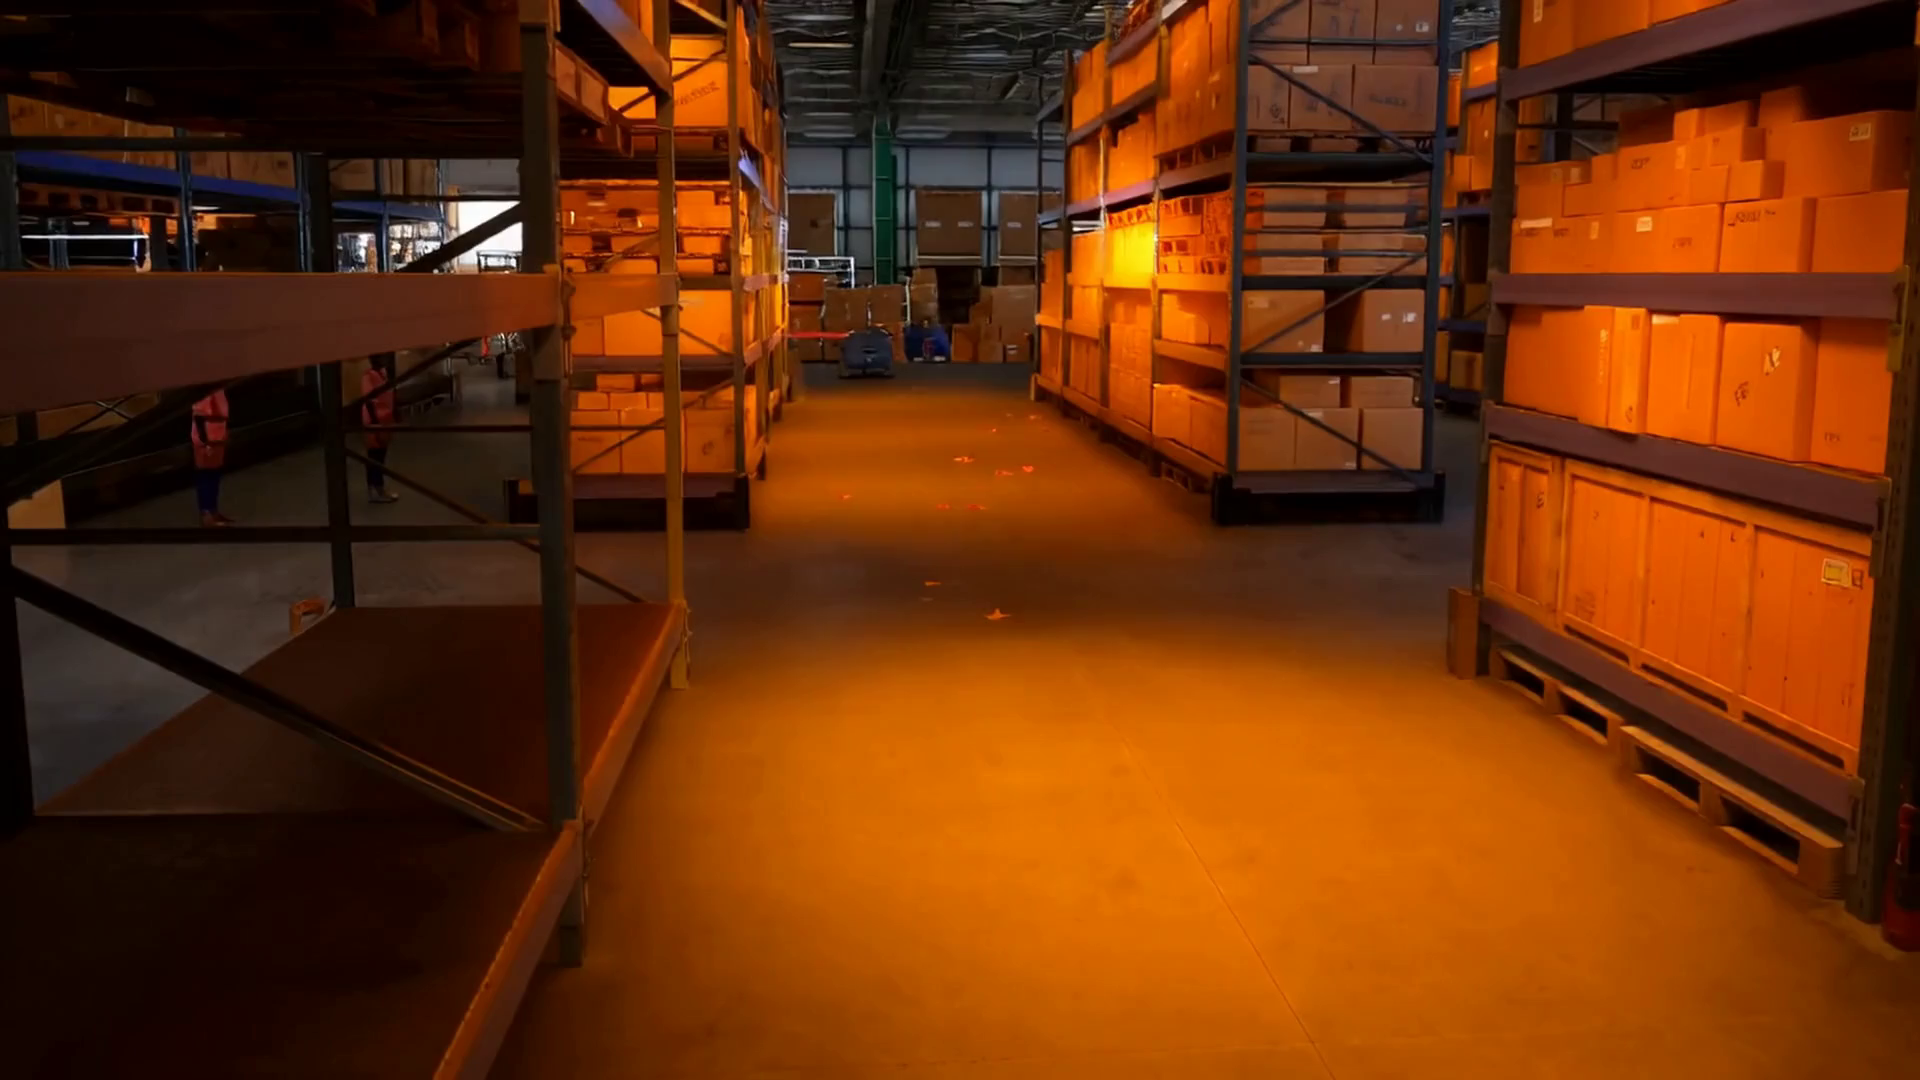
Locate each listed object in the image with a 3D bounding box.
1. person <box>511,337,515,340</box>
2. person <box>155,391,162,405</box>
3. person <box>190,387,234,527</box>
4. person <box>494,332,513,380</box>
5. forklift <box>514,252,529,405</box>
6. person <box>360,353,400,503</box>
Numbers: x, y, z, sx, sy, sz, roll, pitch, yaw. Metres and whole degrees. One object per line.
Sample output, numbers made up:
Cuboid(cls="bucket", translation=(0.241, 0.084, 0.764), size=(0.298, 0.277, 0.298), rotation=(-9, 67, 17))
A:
Cuboid(cls="person", translation=(-16.816, -8.413, 62.121), size=(0.329, 1.872, 0.508), rotation=(-1, 9, -4))
Cuboid(cls="person", translation=(-13.914, -3.163, 29.041), size=(0.388, 1.913, 0.606), rotation=(-1, 9, -4))
Cuboid(cls="person", translation=(-7.119, -0.949, 15.833), size=(0.324, 1.688, 0.574), rotation=(0, 9, 0))
Cuboid(cls="person", translation=(-10.501, -4.649, 38.204), size=(0.368, 1.960, 0.602), rotation=(-1, 9, -4))
Cuboid(cls="forklift", translation=(-7.650, -3.960, 30.994), size=(1.129, 2.768, 1.873), rotation=(-1, 9, -4))
Cuboid(cls="person", translation=(-6.156, -1.237, 17.614), size=(0.319, 1.694, 0.532), rotation=(-1, 9, -4))
